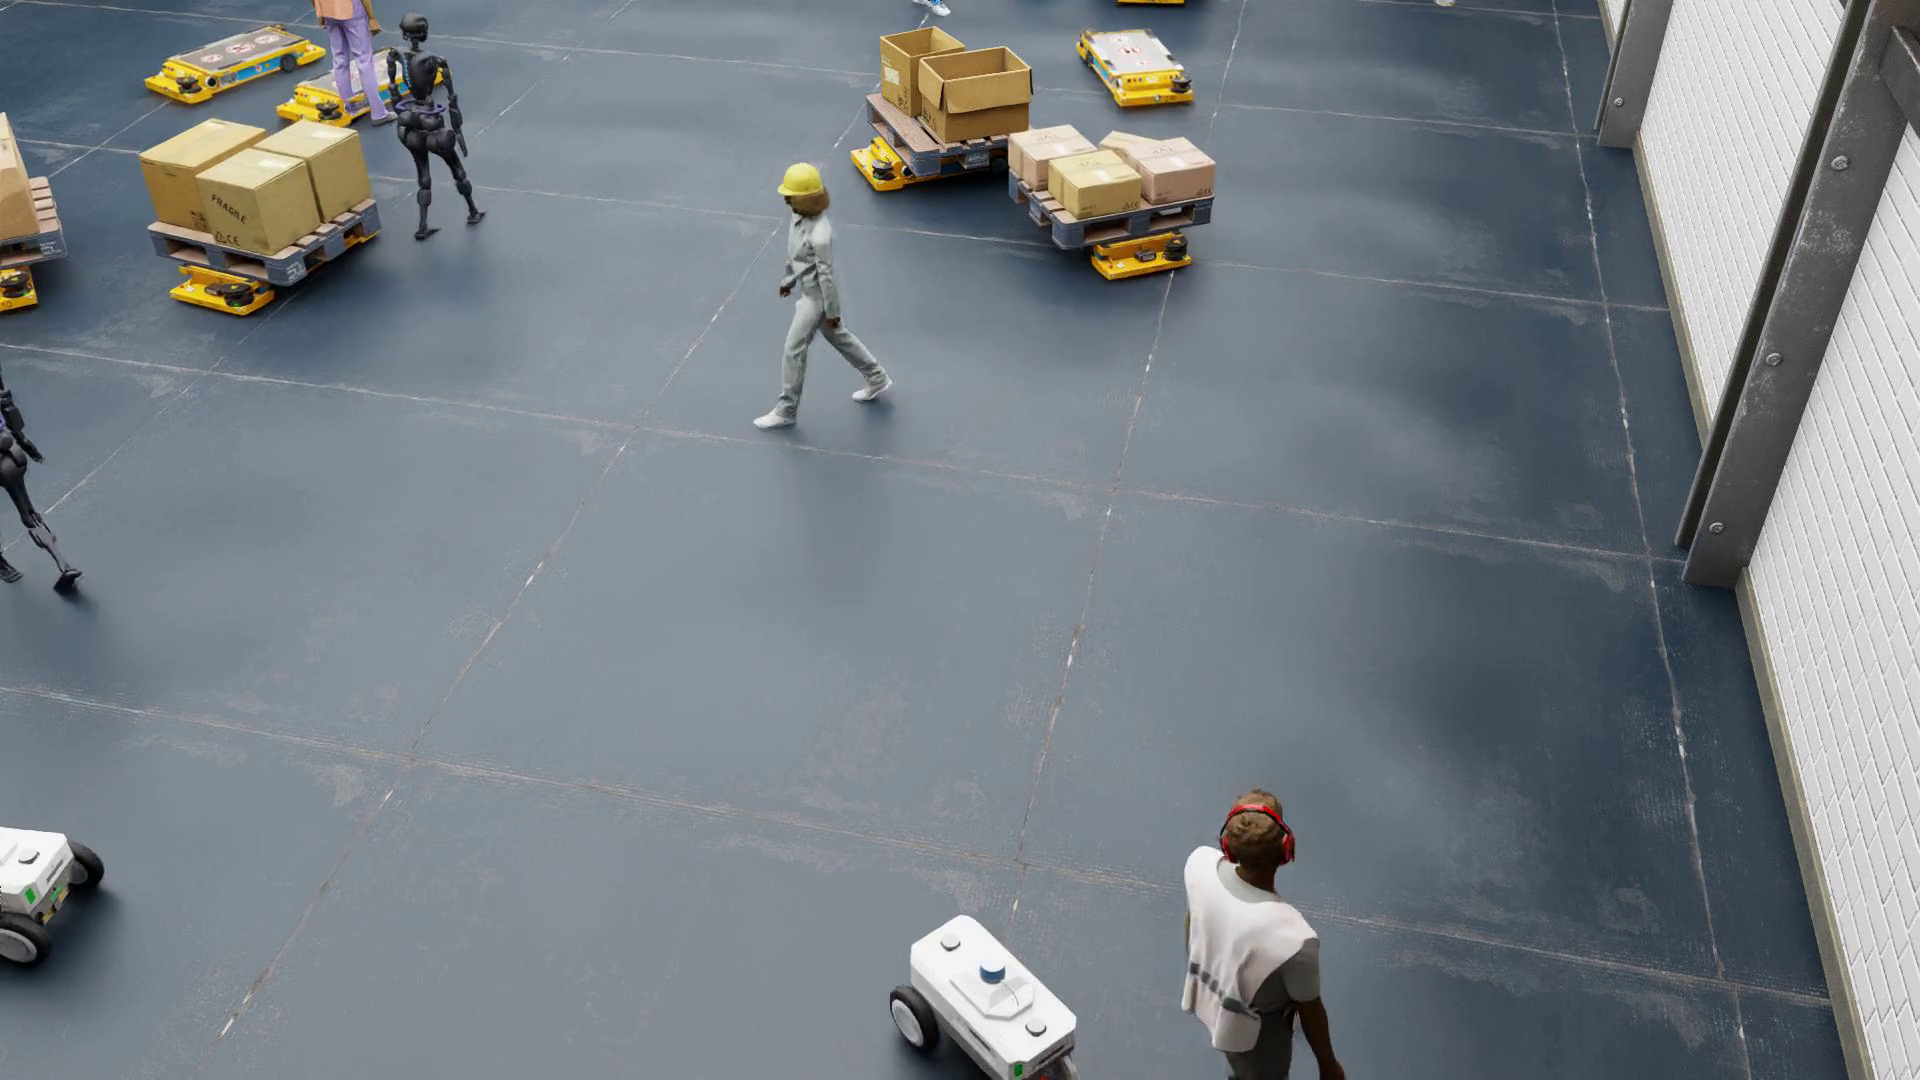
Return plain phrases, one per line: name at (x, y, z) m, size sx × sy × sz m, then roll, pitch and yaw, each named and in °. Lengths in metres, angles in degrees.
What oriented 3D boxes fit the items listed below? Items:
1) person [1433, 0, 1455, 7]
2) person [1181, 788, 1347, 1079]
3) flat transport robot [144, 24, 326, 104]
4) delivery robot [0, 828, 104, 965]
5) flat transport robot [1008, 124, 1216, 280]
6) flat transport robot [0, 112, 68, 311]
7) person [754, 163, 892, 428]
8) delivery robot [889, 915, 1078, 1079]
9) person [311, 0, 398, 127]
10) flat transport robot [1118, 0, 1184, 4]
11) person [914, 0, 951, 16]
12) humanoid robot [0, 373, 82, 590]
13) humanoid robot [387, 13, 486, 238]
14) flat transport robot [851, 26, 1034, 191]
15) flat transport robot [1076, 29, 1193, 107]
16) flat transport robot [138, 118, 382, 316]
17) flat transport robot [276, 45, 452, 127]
person at (4.576, -6.222, 16.234) m, size 0.657 × 1.837 × 0.935 m, roll -24°, pitch 43°, yaw -28°
person at (1.009, 1.638, 5.731) m, size 0.562 × 1.813 × 0.680 m, roll -20°, pitch 41°, yaw -24°
flat transport robot at (-6.515, -4.294, 14.965) m, size 0.659 × 0.231 × 1.431 m, roll 23°, pitch 43°, yaw 28°
delivery robot at (-4.106, 1.436, 7.075) m, size 0.785 × 0.614 × 0.525 m, roll 4°, pitch 37°, yaw 5°
flat transport robot at (1.101, -2.365, 12.383) m, size 0.659 × 0.231 × 1.431 m, roll -13°, pitch 39°, yaw -17°
flat transport robot at (-7.028, -1.983, 11.873) m, size 0.659 × 0.231 × 1.431 m, roll -18°, pitch 40°, yaw -22°
person at (-0.835, -1.497, 10.023) m, size 0.882 × 1.699 × 0.485 m, roll -9°, pitch 38°, yaw -12°
delivery robot at (0.118, 1.832, 6.518) m, size 0.499 × 0.582 × 0.773 m, roll -26°, pitch 44°, yaw -30°
person at (-5.067, -4.306, 13.662) m, size 0.564 × 1.847 × 0.388 m, roll 10°, pitch 38°, yaw 14°
flat transport robot at (1.942, -5.800, 16.980) m, size 0.659 × 0.231 × 1.431 m, roll 3°, pitch 37°, yaw 3°
person at (-0.218, -5.933, 15.949) m, size 0.695 × 1.698 × 0.515 m, roll 24°, pitch 43°, yaw 28°
humanoid robot at (-5.076, -0.422, 8.628) m, size 0.677 × 1.635 × 0.608 m, roll 23°, pitch 42°, yaw 27°
humanoid robot at (-3.888, -3.046, 12.145) m, size 0.606 × 1.638 × 0.608 m, roll 11°, pitch 38°, yaw 14°
flat transport robot at (-0.099, -3.120, 13.393) m, size 1.431 × 0.231 × 0.659 m, roll -13°, pitch 39°, yaw -17°
flat transport robot at (1.552, -4.254, 14.912) m, size 0.659 × 0.231 × 1.431 m, roll -8°, pitch 37°, yaw -10°
flat transport robot at (-4.920, -2.056, 11.970) m, size 0.659 × 0.231 × 1.431 m, roll 14°, pitch 39°, yaw 18°
flat transport robot at (-5.192, -3.957, 14.514) m, size 0.659 × 0.231 × 1.431 m, roll 19°, pitch 41°, yaw 23°
